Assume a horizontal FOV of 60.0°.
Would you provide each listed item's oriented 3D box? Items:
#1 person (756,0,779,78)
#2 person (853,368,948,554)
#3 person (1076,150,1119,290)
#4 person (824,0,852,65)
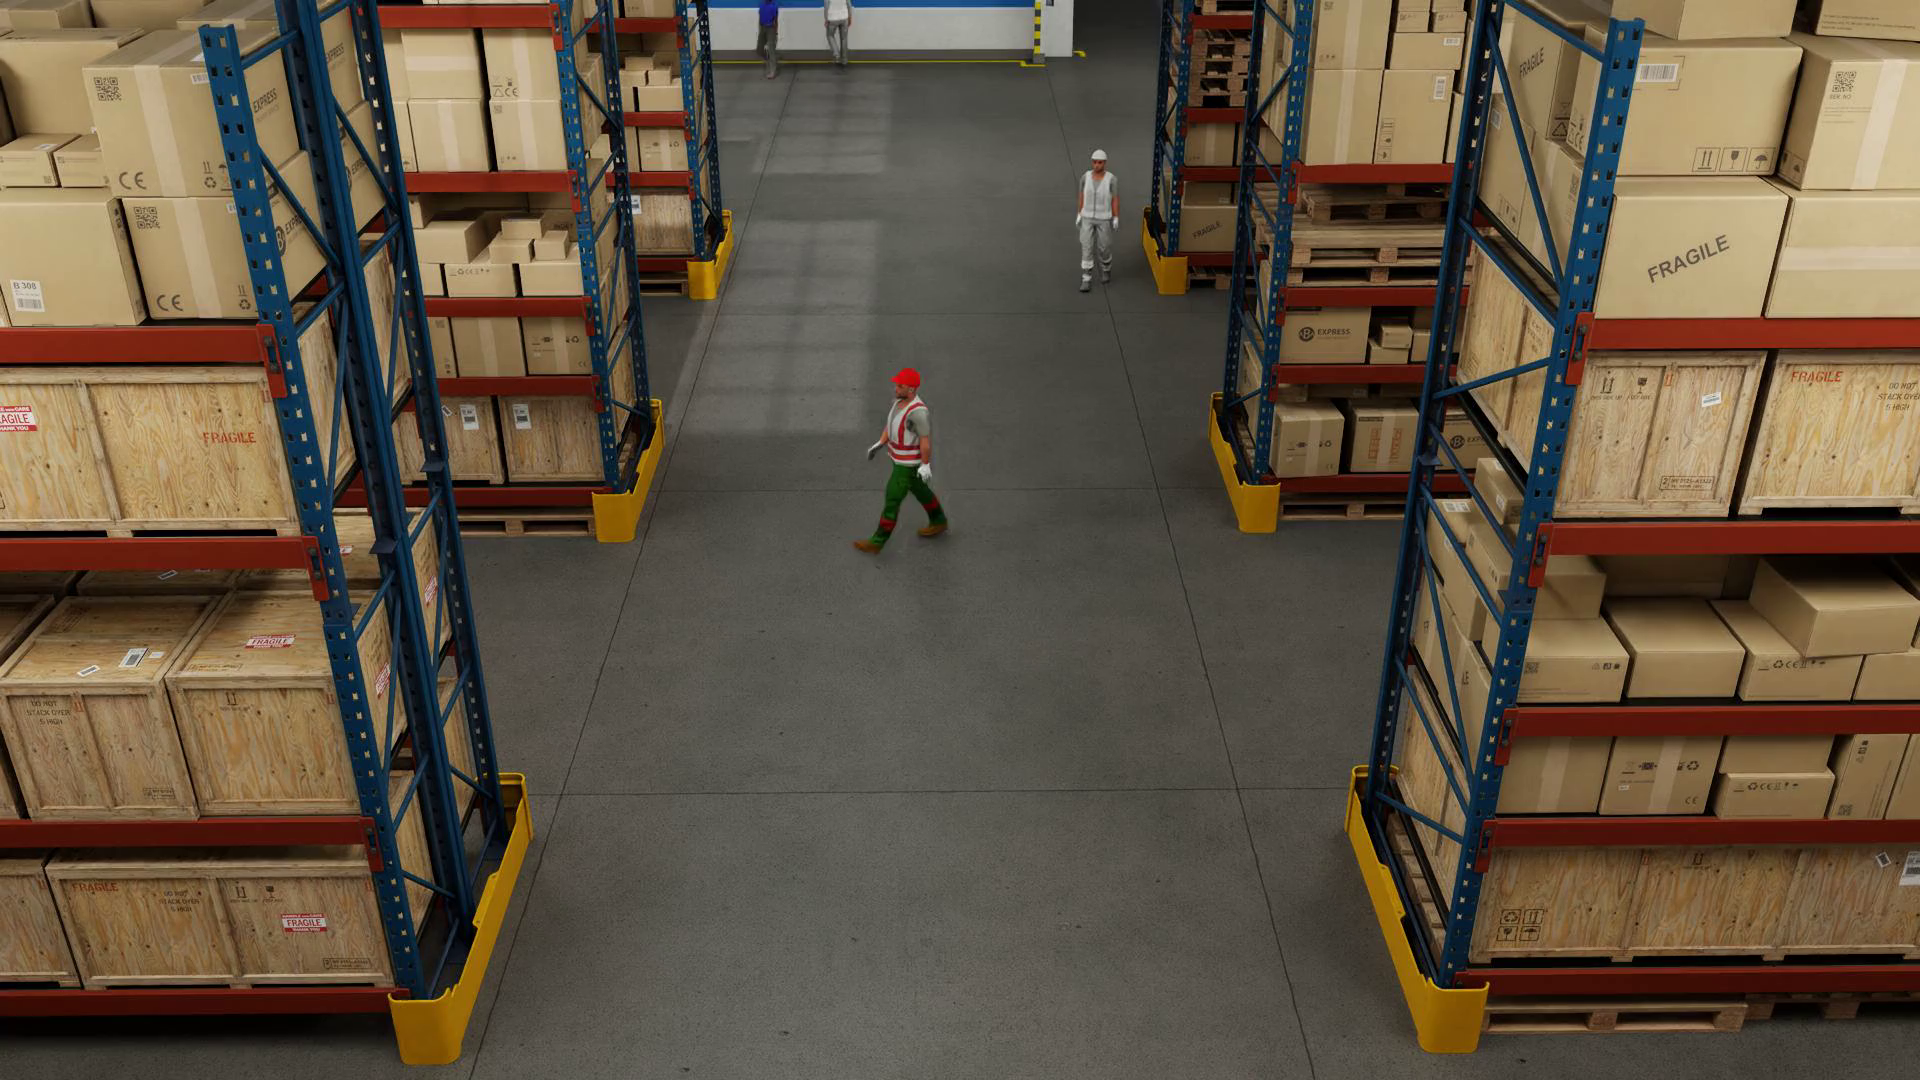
[{"bbox_3d":[-3.701,-9.875,32.347,0.463,1.656,0.496,16,32,28],"label":"person"},{"bbox_3d":[-0.573,-0.752,15.292,1.010,1.750,0.560,-12,30,-20],"label":"person"},{"bbox_3d":[1.781,-4.169,21.625,0.562,1.791,0.660,8,29,14],"label":"person"},{"bbox_3d":[-2.446,-10.406,33.218,0.577,1.760,0.497,-6,29,-11],"label":"person"}]
